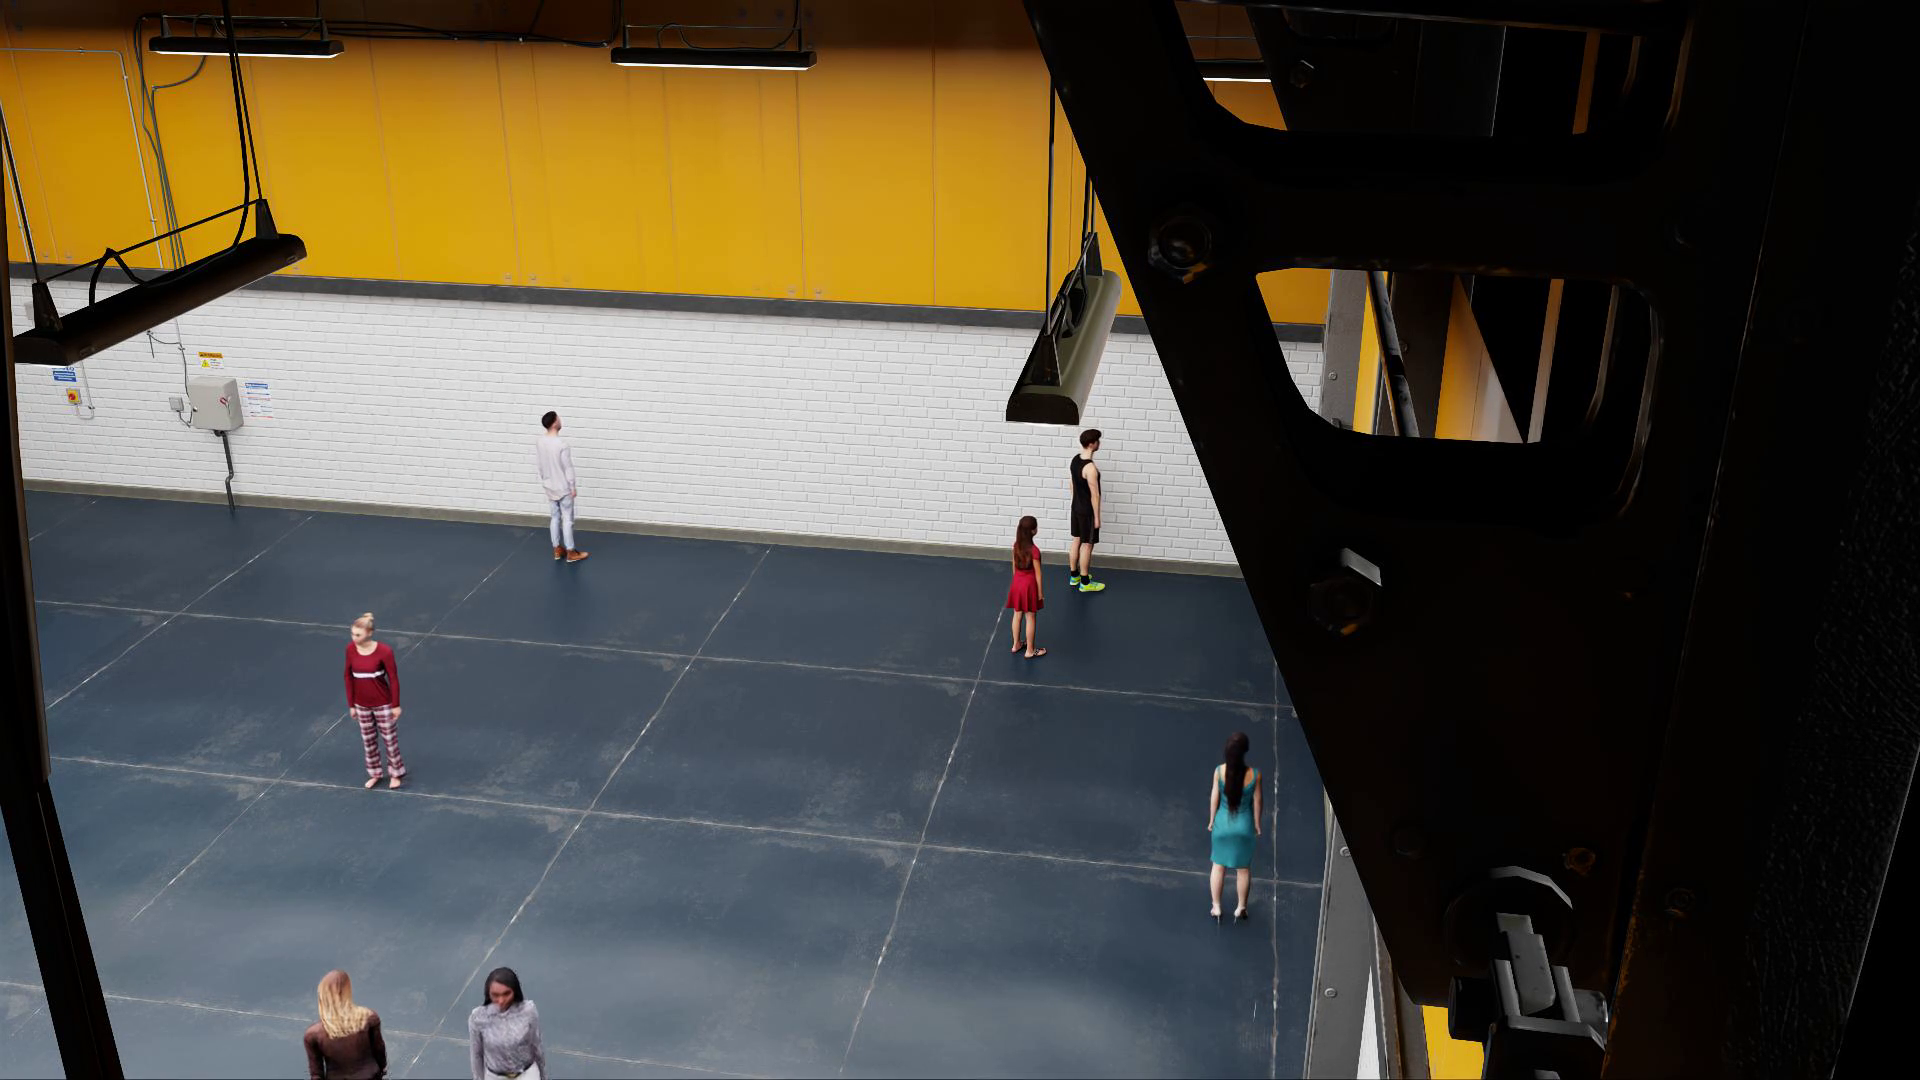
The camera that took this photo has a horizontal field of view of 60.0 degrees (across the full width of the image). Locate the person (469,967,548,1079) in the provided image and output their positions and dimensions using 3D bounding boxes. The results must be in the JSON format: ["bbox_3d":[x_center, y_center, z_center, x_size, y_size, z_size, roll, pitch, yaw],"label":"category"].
[{"bbox_3d":[-2.793,3.343,10.446,0.796,1.706,0.977,-4,24,-10],"label":"person"}]

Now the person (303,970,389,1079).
[{"bbox_3d":[-3.712,3.449,10.236,0.815,1.679,0.904,-10,26,-22],"label":"person"}]

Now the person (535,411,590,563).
[{"bbox_3d":[-4.674,-0.636,19.379,0.761,1.840,0.717,15,28,30],"label":"person"}]

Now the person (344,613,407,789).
[{"bbox_3d":[-5.219,1.431,14.825,0.637,1.701,0.532,1,24,2],"label":"person"}]

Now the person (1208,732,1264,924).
[{"bbox_3d":[2.136,2.243,12.985,0.564,1.687,0.474,5,24,11],"label":"person"}]

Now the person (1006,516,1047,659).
[{"bbox_3d":[0.687,0.469,17.210,0.670,1.554,0.731,21,31,39],"label":"person"}]

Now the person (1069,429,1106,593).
[{"bbox_3d":[1.408,-0.346,18.655,0.830,1.889,0.722,-11,26,-23],"label":"person"}]
